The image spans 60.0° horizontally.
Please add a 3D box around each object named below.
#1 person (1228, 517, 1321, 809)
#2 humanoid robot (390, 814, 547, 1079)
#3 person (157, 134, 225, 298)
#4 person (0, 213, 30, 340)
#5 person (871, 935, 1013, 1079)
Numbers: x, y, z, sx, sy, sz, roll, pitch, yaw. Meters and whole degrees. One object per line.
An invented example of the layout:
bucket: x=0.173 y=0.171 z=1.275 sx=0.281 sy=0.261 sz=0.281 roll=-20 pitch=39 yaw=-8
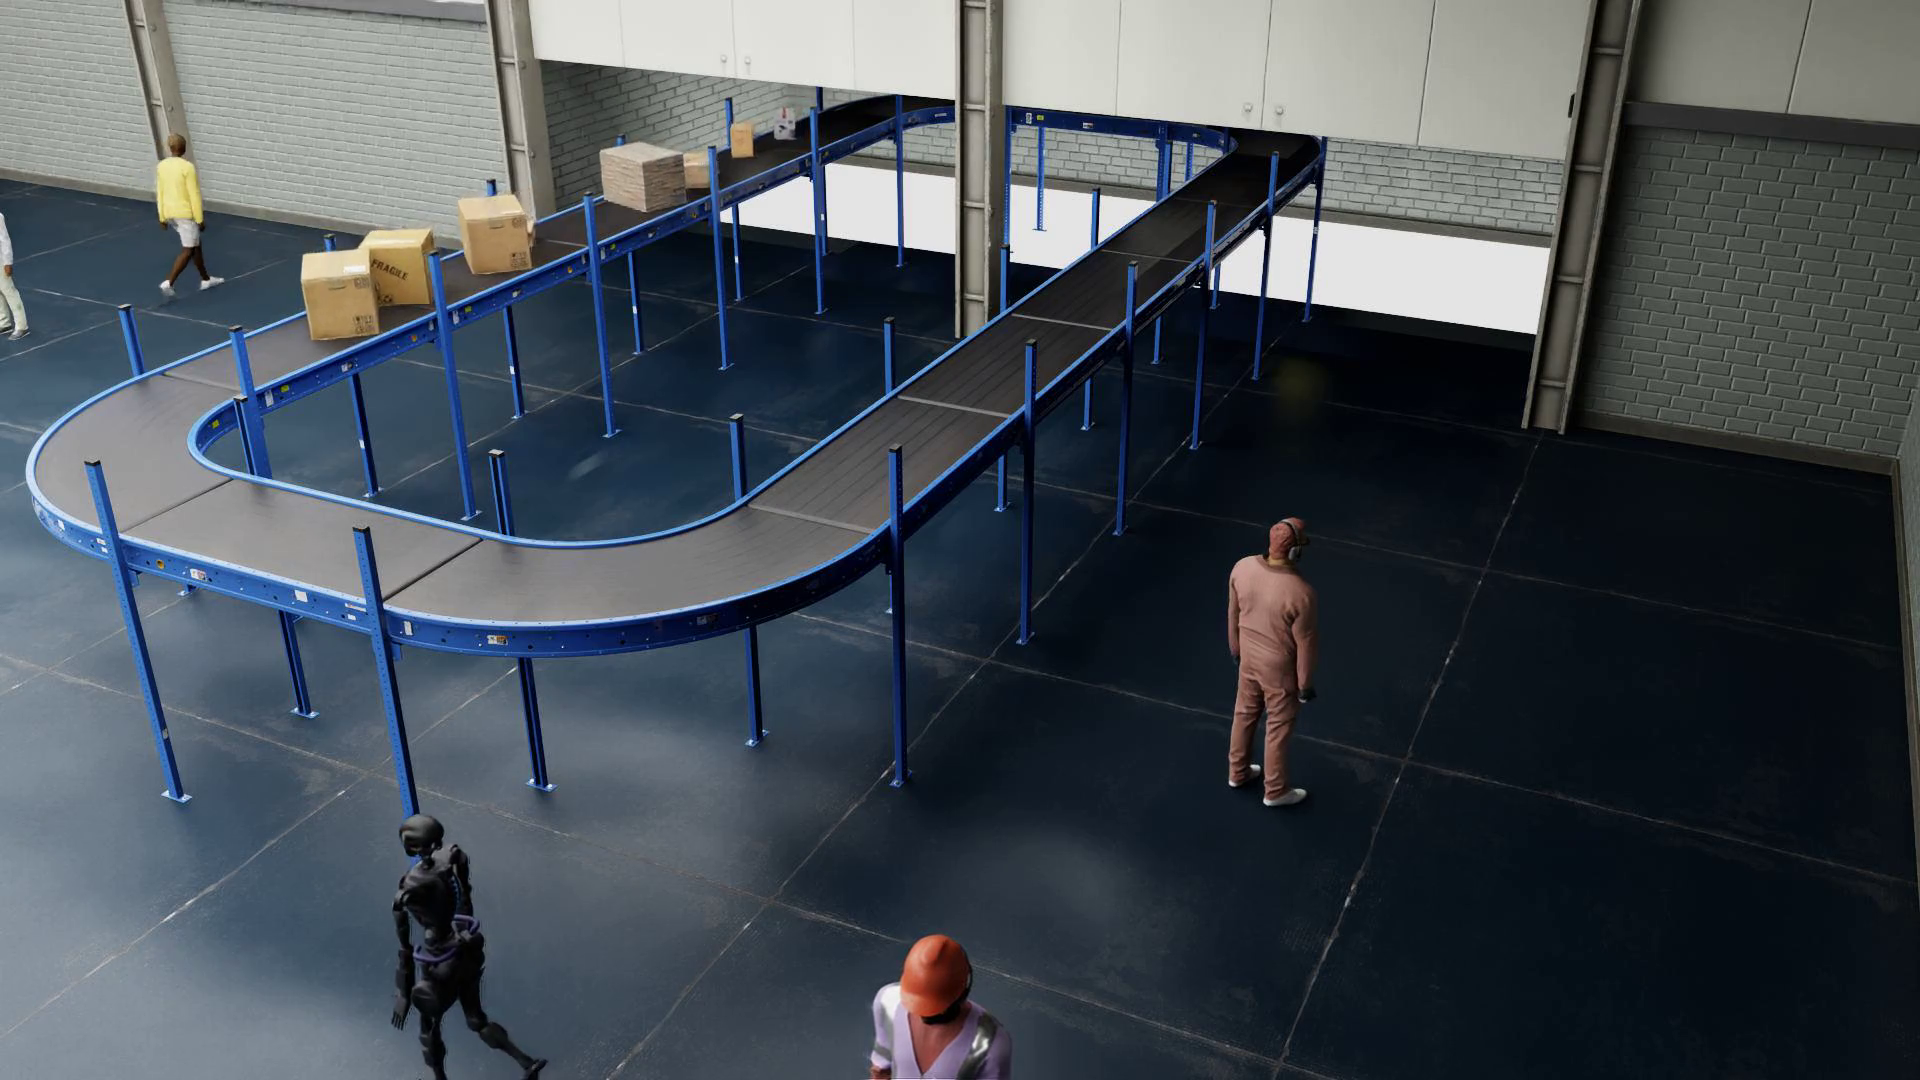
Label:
person: x=1.925 y=0.739 z=10.146 sx=0.406 sy=1.905 sz=0.650 roll=-20 pitch=33 yaw=-34
humanoid robot: x=-2.382 y=2.016 z=7.857 sx=0.660 sy=1.637 sz=0.584 roll=8 pitch=28 yaw=16
person: x=-9.045 y=-3.724 z=19.207 sx=0.563 sy=1.849 sz=0.891 roll=12 pitch=29 yaw=23
person: x=-10.436 y=-3.016 z=17.884 sx=0.571 sy=1.747 sz=0.342 roll=11 pitch=28 yaw=21
person: x=-0.093 y=2.398 z=6.666 sx=0.607 sy=2.035 sz=0.402 roll=14 pitch=30 yaw=27
